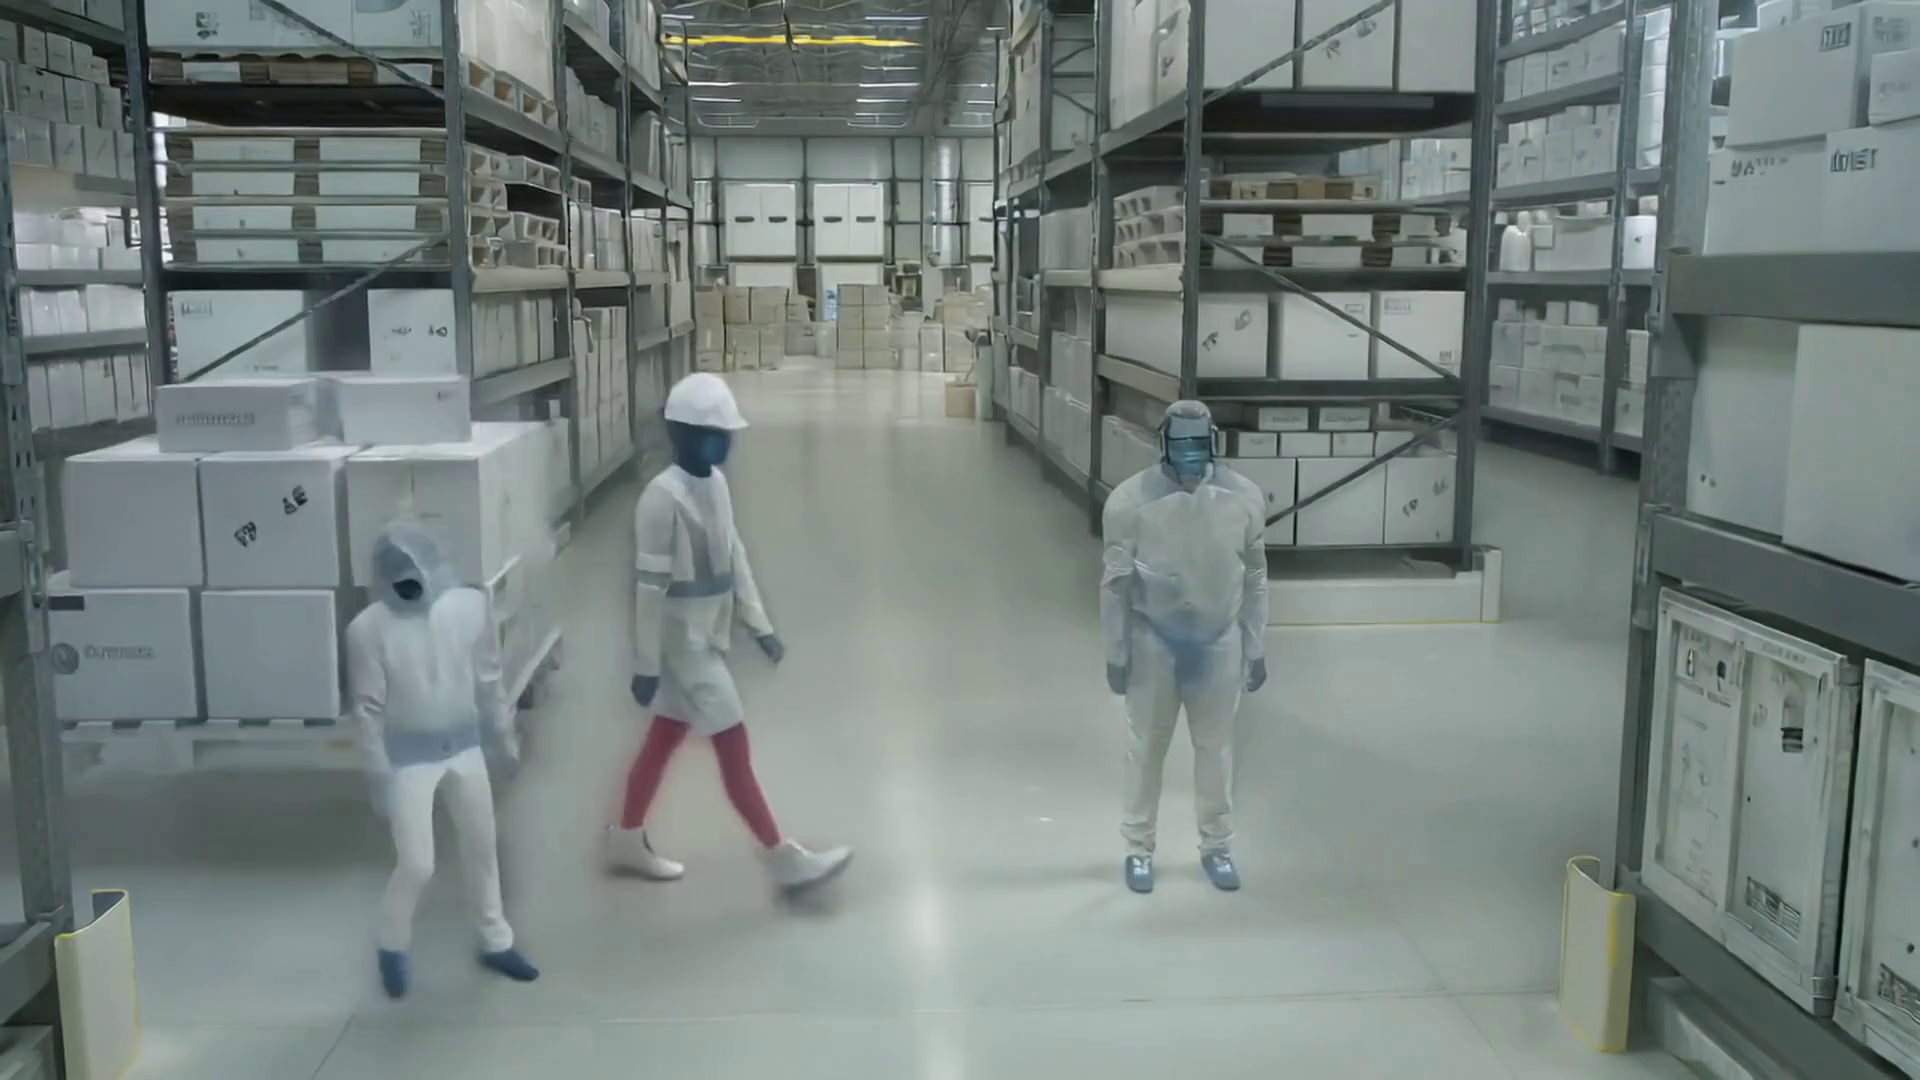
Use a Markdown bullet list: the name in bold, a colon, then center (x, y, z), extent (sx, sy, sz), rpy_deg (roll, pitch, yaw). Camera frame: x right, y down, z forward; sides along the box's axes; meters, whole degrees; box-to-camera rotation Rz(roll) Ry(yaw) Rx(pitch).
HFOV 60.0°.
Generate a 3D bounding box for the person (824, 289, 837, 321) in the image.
- **person**: center (-4.053, -6.848, 51.787), extent (0.373, 1.938, 0.630), rpy_deg (4, 10, 24)

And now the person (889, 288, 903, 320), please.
- **person**: center (-2.276, -7.795, 57.778), extent (0.636, 1.927, 0.386), rpy_deg (3, 10, 18)

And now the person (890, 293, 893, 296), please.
- **person**: center (-2.534, -8.448, 62.579), extent (0.533, 1.698, 0.322), rpy_deg (0, 9, 0)

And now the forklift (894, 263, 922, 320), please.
- **forklift**: center (-1.987, -9.022, 62.479), extent (1.129, 2.768, 1.873), rpy_deg (-1, 9, -4)

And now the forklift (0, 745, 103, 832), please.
- **forklift**: center (-4.960, -0.197, 7.066), extent (1.873, 2.768, 1.129), rpy_deg (-1, 9, -5)

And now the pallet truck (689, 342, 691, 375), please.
- **pallet truck**: center (-5.225, -3.008, 27.480), extent (1.885, 1.965, 0.823), rpy_deg (2, 9, 14)

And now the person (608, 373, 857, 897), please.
- **person**: center (-0.908, 0.370, 6.294), extent (1.061, 1.981, 0.612), rpy_deg (1, 9, 8)

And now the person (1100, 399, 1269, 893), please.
- **person**: center (0.860, 0.410, 6.345), extent (0.650, 1.900, 0.399), rpy_deg (-1, 9, -6)

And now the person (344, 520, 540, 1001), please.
- **person**: center (-1.690, 0.716, 5.359), extent (0.384, 1.601, 0.556), rpy_deg (8, 12, 41)
